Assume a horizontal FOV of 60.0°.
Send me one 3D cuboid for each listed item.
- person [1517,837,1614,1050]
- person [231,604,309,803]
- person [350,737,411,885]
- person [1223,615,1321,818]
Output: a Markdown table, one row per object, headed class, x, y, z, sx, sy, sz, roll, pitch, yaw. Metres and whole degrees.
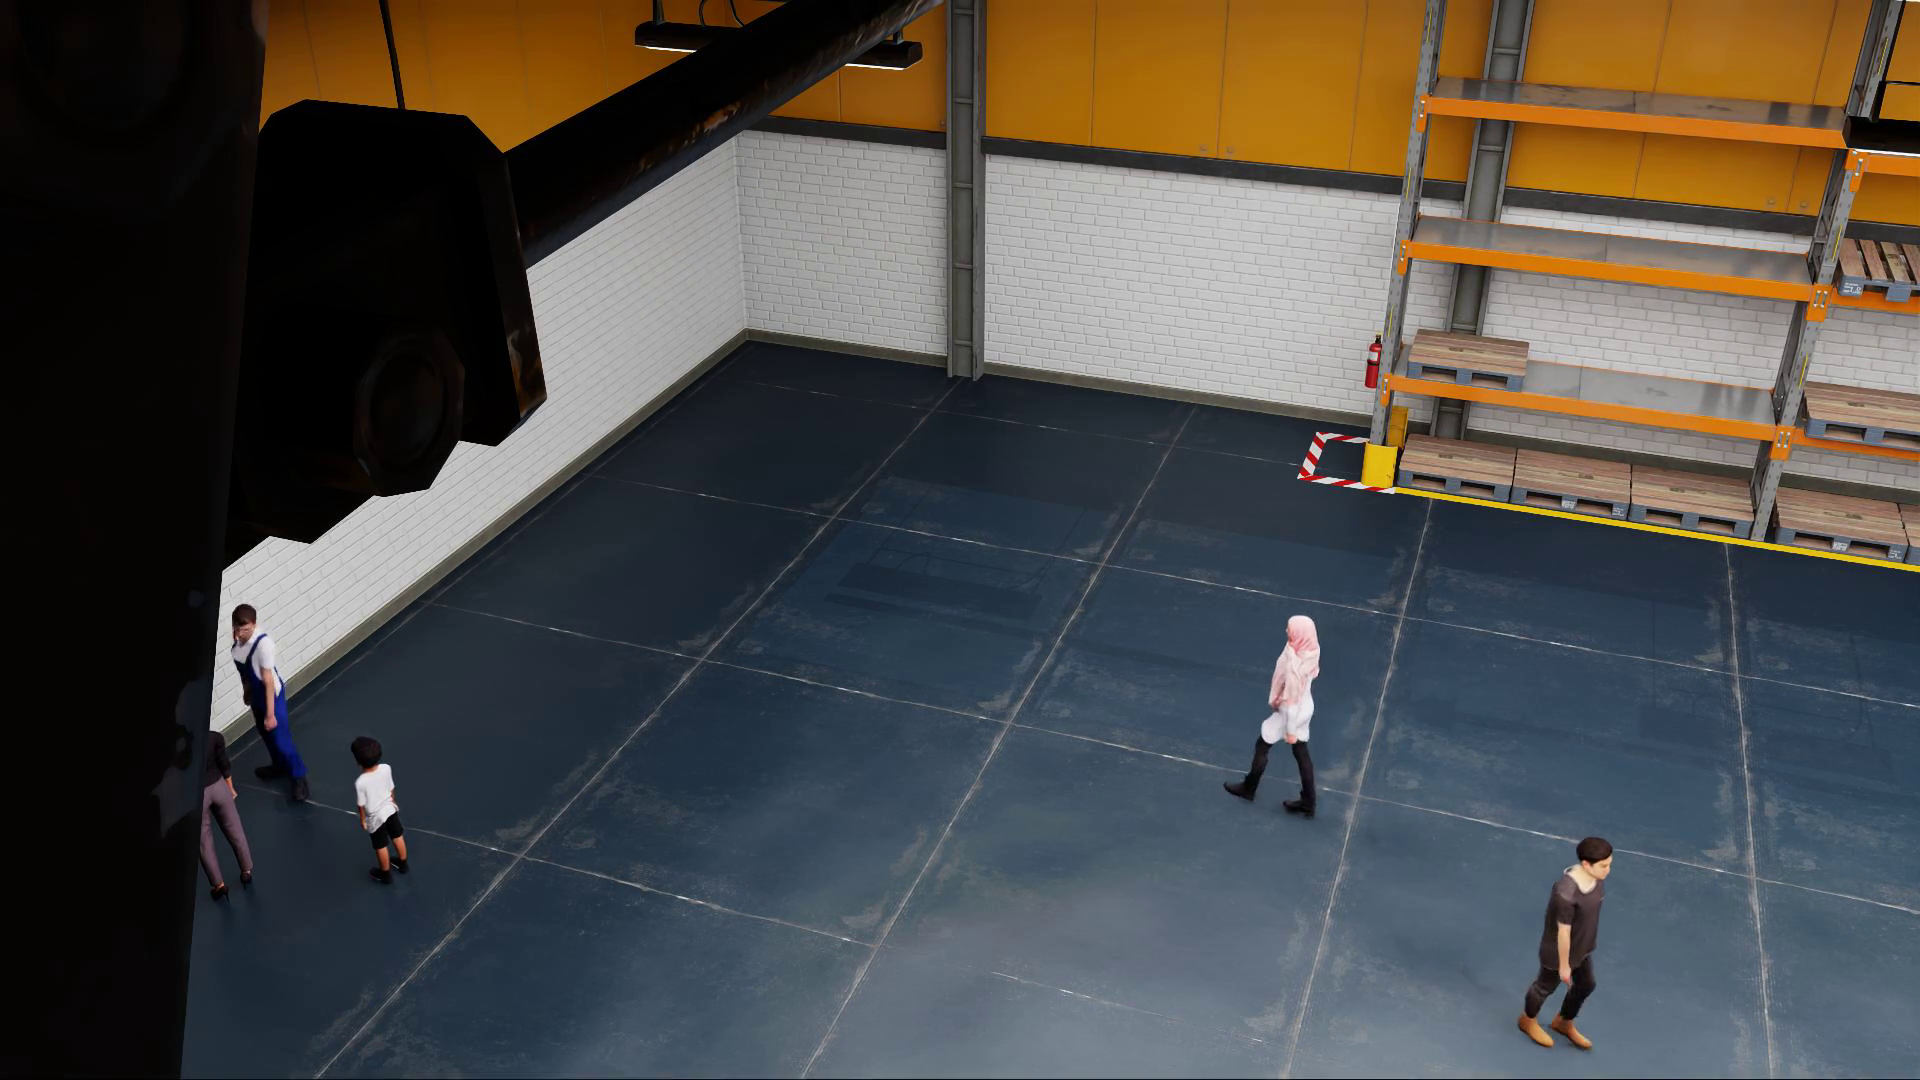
| class | x | y | z | sx | sy | sz | roll | pitch | yaw |
| --- | --- | --- | --- | --- | --- | --- | --- | --- | --- |
| person | 3.913 | 2.592 | 10.902 | 0.780 | 1.699 | 0.835 | -19 | 34 | -31 |
| person | -5.511 | 1.248 | 13.241 | 0.942 | 1.820 | 0.679 | -20 | 34 | -32 |
| person | -4.340 | 2.009 | 12.430 | 0.543 | 1.258 | 0.526 | 18 | 33 | 29 |
| person | 2.691 | 1.406 | 13.001 | 1.046 | 1.772 | 0.787 | 18 | 34 | 30 |
